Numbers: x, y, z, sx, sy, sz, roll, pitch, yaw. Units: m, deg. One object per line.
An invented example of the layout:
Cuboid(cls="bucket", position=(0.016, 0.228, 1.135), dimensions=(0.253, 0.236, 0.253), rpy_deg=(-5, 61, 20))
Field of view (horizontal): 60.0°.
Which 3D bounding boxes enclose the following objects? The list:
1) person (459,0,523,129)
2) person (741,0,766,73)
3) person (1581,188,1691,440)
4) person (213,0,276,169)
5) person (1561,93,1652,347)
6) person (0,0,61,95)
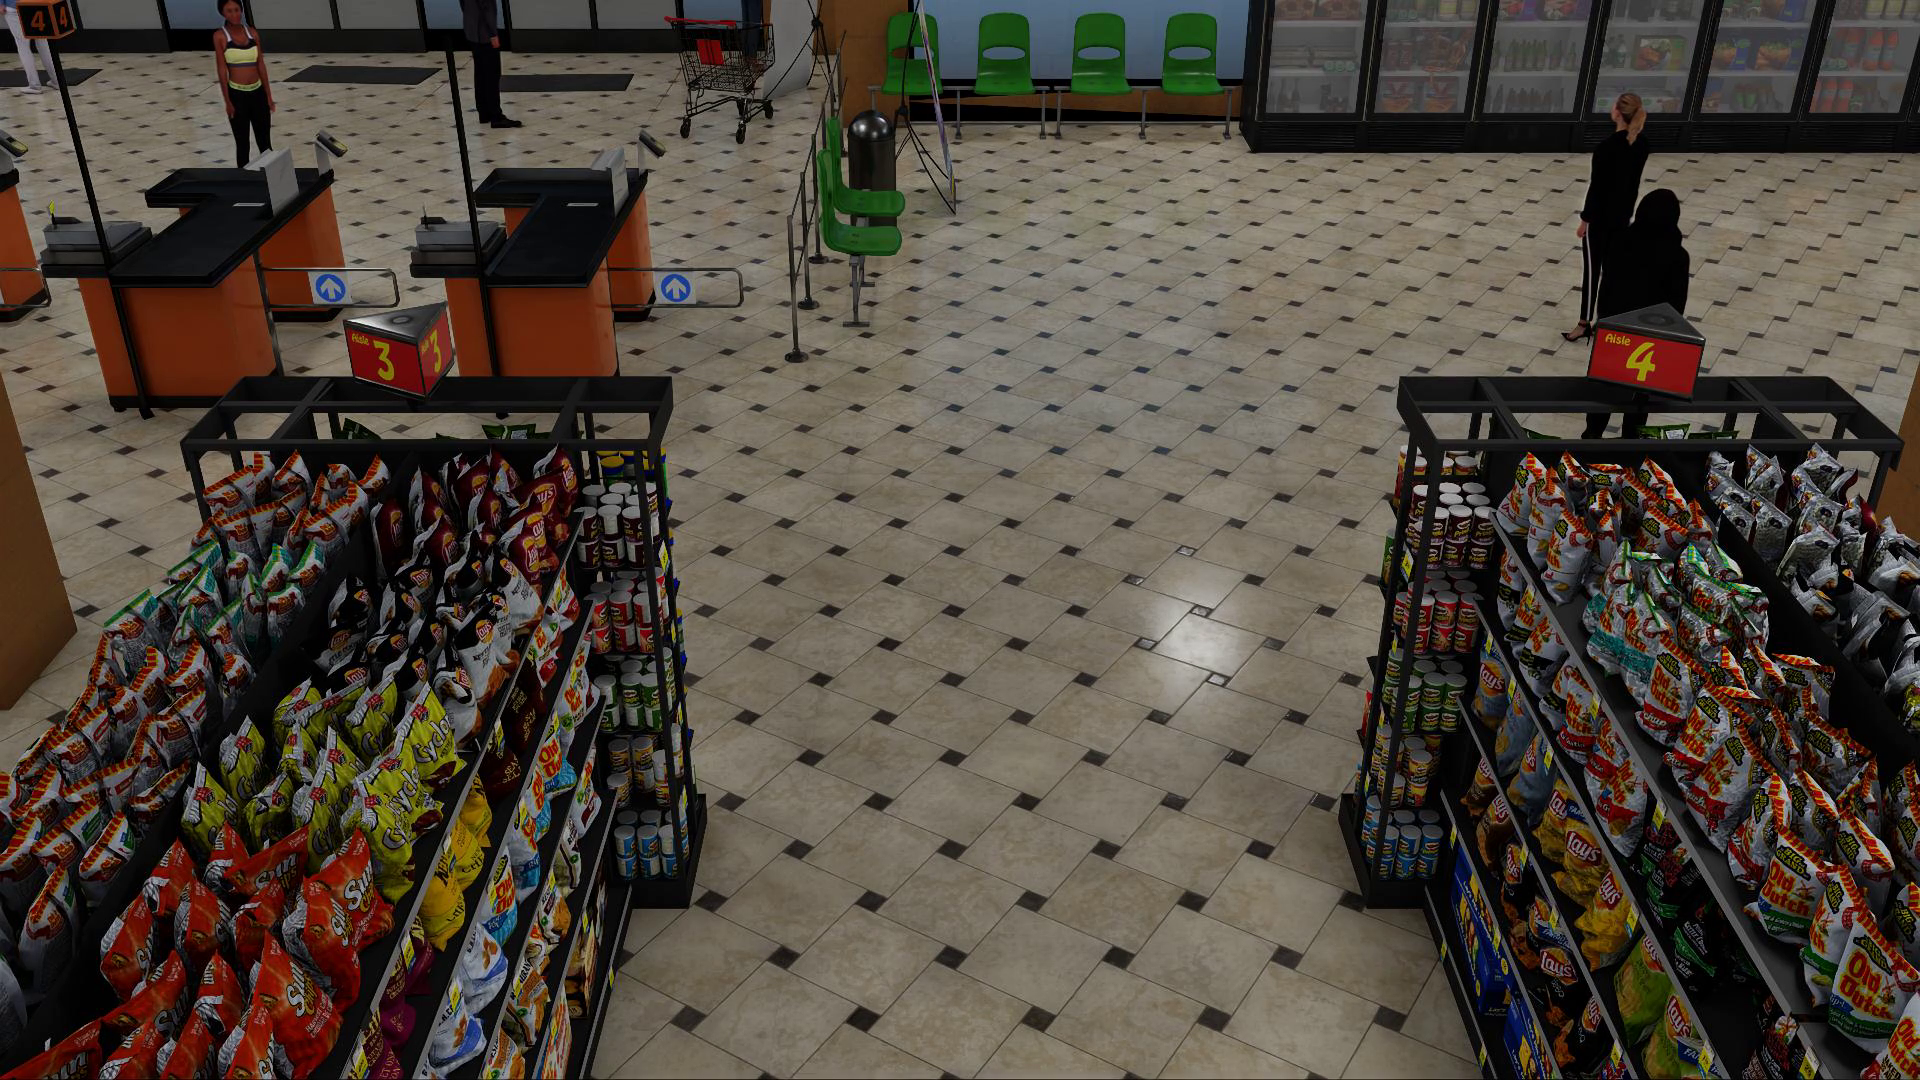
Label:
Cuboid(cls="person", position=(-4.667, -4.990, 16.266), dimensions=(0.870, 1.842, 0.776), rpy_deg=(-20, 35, -32))
Cuboid(cls="person", position=(-2.327, -6.102, 18.354), dimensions=(0.729, 1.792, 0.619), rpy_deg=(-15, 32, -26))
Cuboid(cls="person", position=(3.900, -1.228, 9.610), dimensions=(0.769, 1.616, 0.818), rpy_deg=(22, 36, 35))
Cuboid(cls="person", position=(-6.003, -3.701, 13.996), dimensions=(0.642, 1.754, 0.689), rpy_deg=(-23, 36, -35))
Cuboid(cls="person", position=(4.365, -2.150, 11.204), dimensions=(0.687, 1.707, 0.685), rpy_deg=(-13, 31, -22))
Cuboid(cls="person", position=(-9.860, -5.657, 17.440), dimensions=(0.800, 1.888, 0.680), rpy_deg=(16, 32, 27))
